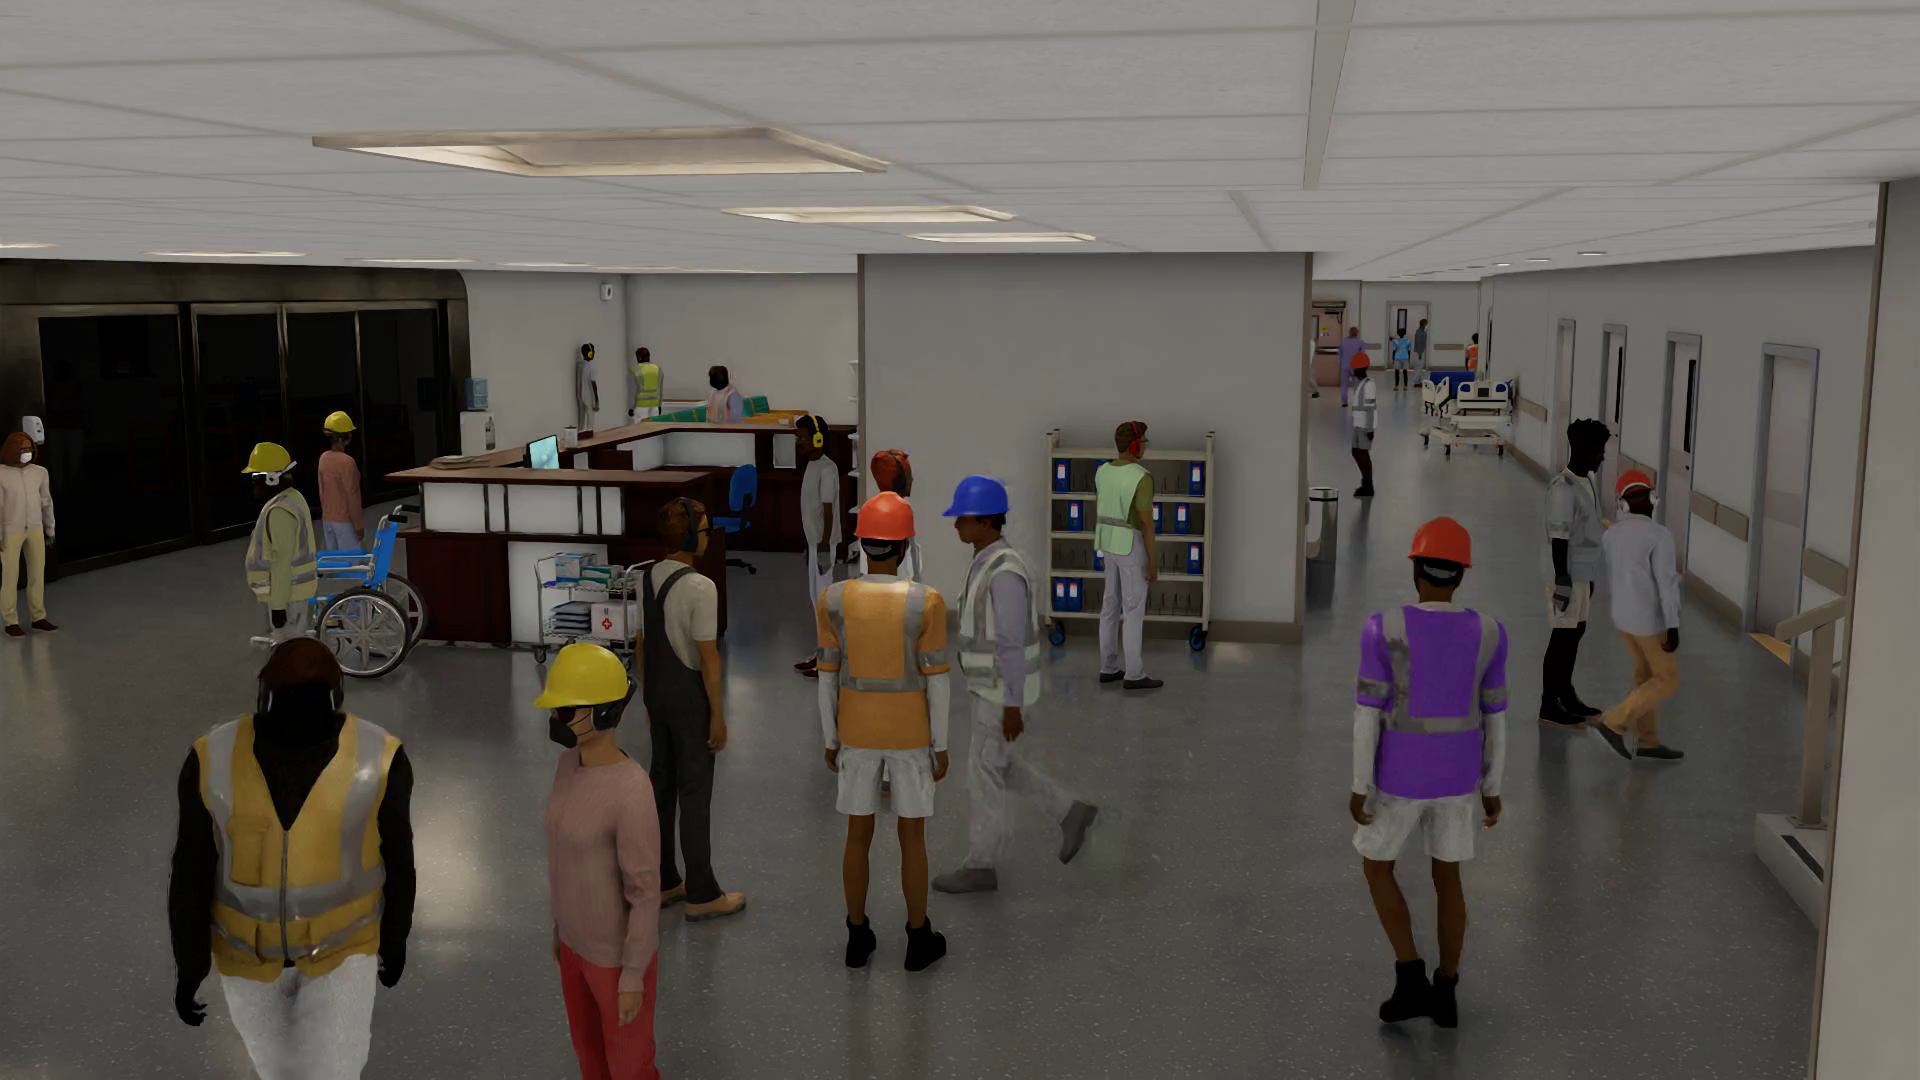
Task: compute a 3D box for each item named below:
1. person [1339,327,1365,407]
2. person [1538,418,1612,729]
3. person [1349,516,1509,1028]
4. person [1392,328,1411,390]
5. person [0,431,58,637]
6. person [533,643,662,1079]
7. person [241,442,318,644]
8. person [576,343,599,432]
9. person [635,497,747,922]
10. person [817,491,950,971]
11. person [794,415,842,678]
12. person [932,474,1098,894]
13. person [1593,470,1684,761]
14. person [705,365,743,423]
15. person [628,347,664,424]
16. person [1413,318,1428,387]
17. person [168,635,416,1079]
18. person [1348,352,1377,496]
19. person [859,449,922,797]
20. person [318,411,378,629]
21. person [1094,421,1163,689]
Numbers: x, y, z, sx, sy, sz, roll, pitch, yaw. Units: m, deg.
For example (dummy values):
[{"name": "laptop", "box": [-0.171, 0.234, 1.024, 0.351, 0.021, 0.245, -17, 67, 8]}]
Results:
[{"name": "person", "box": [9.226, -4.071, 39.070, 0.656, 1.859, 0.989, 4, 10, 26]}, {"name": "person", "box": [3.841, 0.207, 10.420, 0.389, 1.951, 0.615, 6, 10, 33]}, {"name": "person", "box": [1.732, 0.871, 6.150, 0.575, 1.904, 0.524, 0, 9, -3]}, {"name": "person", "box": [11.975, -4.902, 45.142, 0.540, 1.696, 0.317, -1, 9, -4]}, {"name": "person", "box": [-7.439, -0.051, 13.214, 0.285, 1.627, 0.504, 5, 10, 29]}, {"name": "person", "box": [-1.024, 1.158, 4.705, 0.312, 1.769, 0.522, -7, 11, -38]}, {"name": "person", "box": [-4.124, 0.313, 10.132, 0.403, 1.824, 0.596, -3, 9, -17]}, {"name": "person", "box": [-6.128, -2.291, 27.295, 0.524, 1.863, 0.324, 6, 10, 35]}, {"name": "person", "box": [-1.205, 0.731, 7.265, 0.506, 1.846, 0.351, 8, 12, 43]}, {"name": "person", "box": [-0.299, 0.771, 6.702, 0.543, 1.939, 0.359, 2, 9, 12]}, {"name": "person", "box": [-1.008, 0.042, 11.811, 0.326, 1.862, 0.508, -3, 9, -19]}, {"name": "person", "box": [0.257, 0.650, 7.553, 0.722, 1.924, 0.624, -1, 9, -10]}, {"name": "person", "box": [3.958, 0.455, 9.585, 0.510, 1.701, 0.601, -1, 9, -5]}, {"name": "person", "box": [-2.839, -1.241, 20.449, 0.546, 1.823, 0.684, -6, 11, -36]}, {"name": "person", "box": [-4.954, -2.108, 26.144, 0.624, 1.840, 0.429, -8, 12, -44]}, {"name": "person", "box": [12.914, -5.239, 46.624, 0.377, 1.931, 0.636, 3, 9, 22]}, {"name": "person", "box": [-1.870, 1.147, 4.734, 0.631, 1.800, 0.918, -2, 9, -12]}, {"name": "person", "box": [5.339, -1.533, 22.073, 0.493, 1.915, 0.599, -1, 9, -5]}, {"name": "person", "box": [-0.365, 0.448, 9.027, 0.355, 1.883, 0.575, -3, 9, -19]}, {"name": "person", "box": [-4.947, -0.147, 13.363, 0.532, 1.771, 0.300, 8, 11, 41]}, {"name": "person", "box": [1.135, 0.104, 11.440, 0.390, 1.846, 0.565, -6, 10, -34]}]
